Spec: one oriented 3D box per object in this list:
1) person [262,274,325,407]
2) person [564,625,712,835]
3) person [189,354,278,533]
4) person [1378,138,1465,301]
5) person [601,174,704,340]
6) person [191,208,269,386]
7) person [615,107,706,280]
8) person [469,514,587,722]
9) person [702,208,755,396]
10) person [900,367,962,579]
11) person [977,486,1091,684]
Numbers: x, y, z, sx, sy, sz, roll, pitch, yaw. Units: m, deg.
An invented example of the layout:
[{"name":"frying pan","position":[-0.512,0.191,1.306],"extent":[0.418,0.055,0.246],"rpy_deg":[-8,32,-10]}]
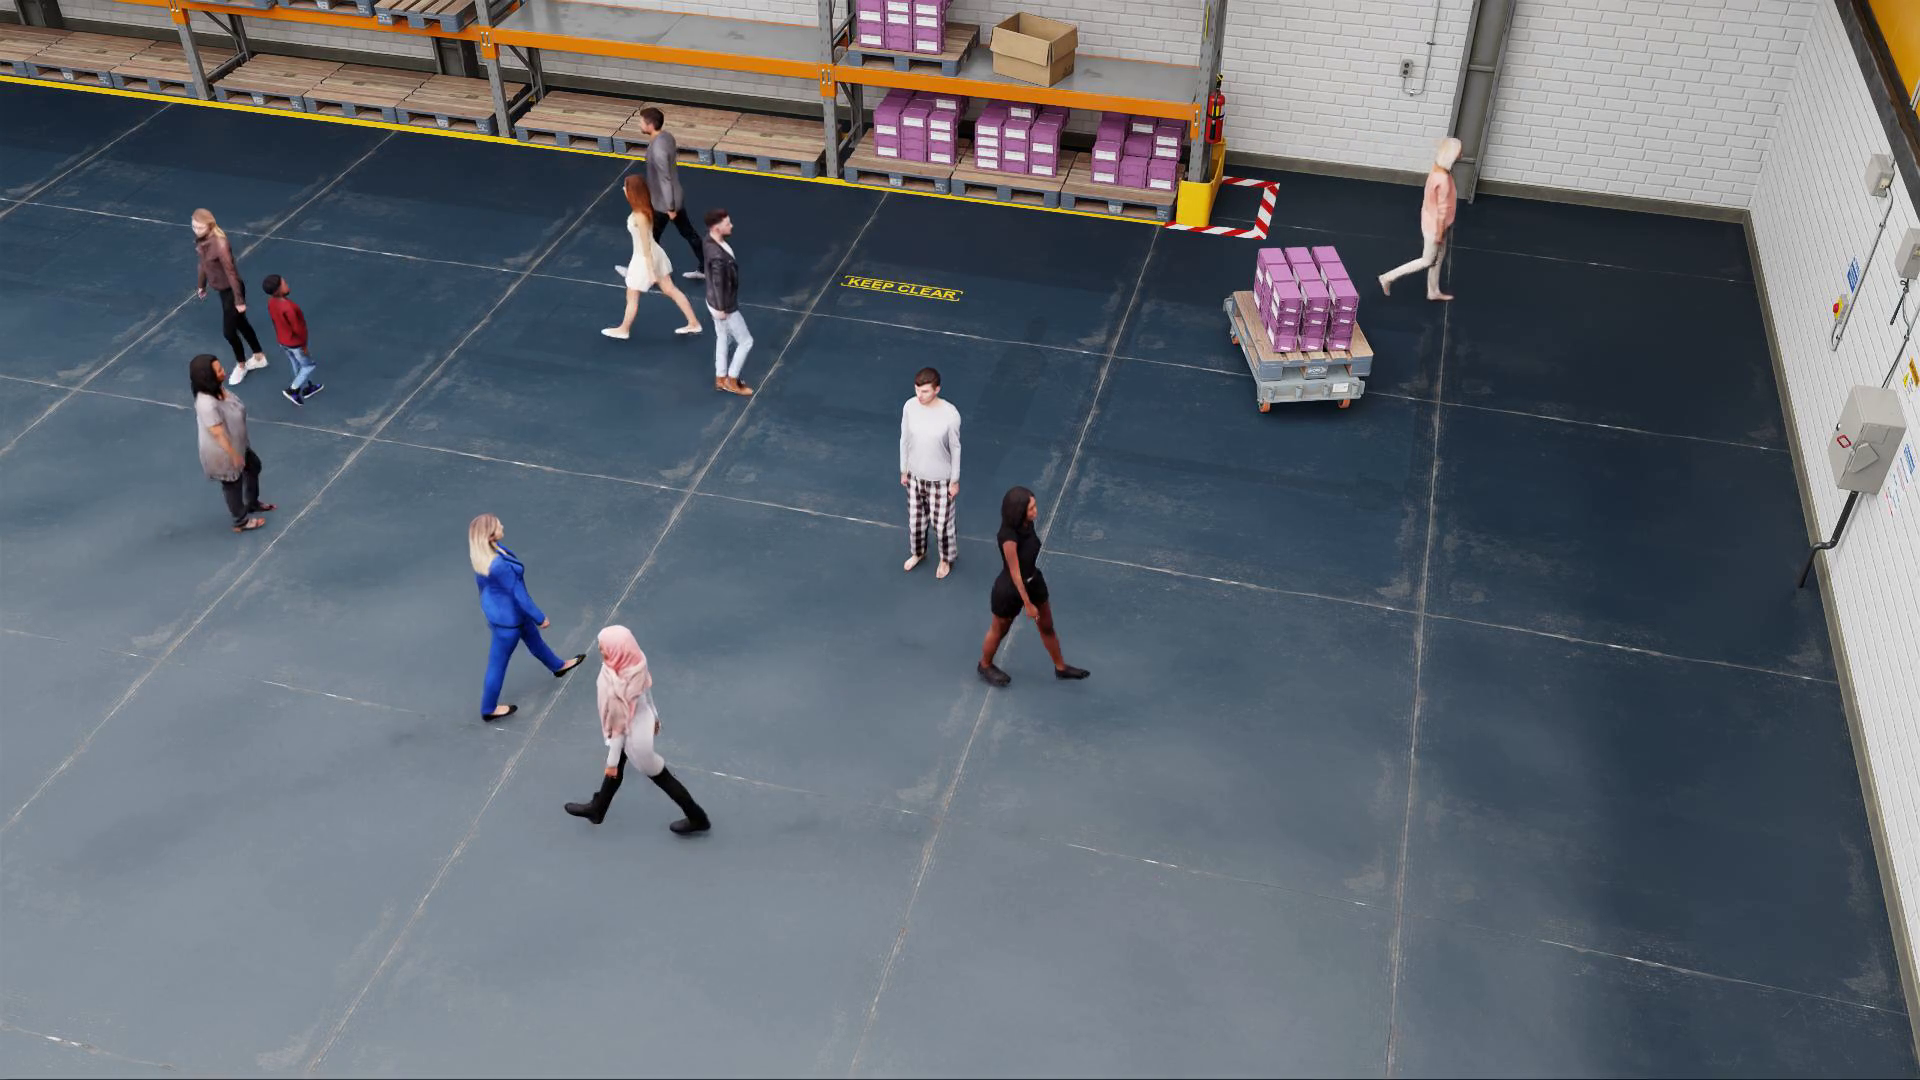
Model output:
[{"name":"person","position":[-5.912,-1.738,14.608],"extent":[0.667,1.246,0.696],"rpy_deg":[27,46,30]},{"name":"person","position":[-1.948,1.257,10.459],"extent":[1.261,1.744,0.859],"rpy_deg":[0,39,0]},{"name":"person","position":[-5.860,-0.741,13.078],"extent":[0.827,1.597,0.777],"rpy_deg":[-14,41,-17]},{"name":"person","position":[4.440,-3.021,15.850],"extent":[1.044,1.702,0.725],"rpy_deg":[2,39,3]},{"name":"person","position":[-2.774,-2.556,15.301],"extent":[1.224,1.660,0.803],"rpy_deg":[0,39,0]},{"name":"person","position":[-6.477,-2.235,14.877],"extent":[0.888,1.688,0.796],"rpy_deg":[-25,45,-28]},{"name":"person","position":[-2.748,-3.271,16.073],"extent":[1.241,1.814,0.866],"rpy_deg":[3,39,3]},{"name":"person","position":[-3.205,0.569,11.382],"extent":[1.127,1.667,1.097],"rpy_deg":[-21,43,-24]},{"name":"person","position":[-2.145,-2.060,14.547],"extent":[0.782,1.826,0.762],"rpy_deg":[-12,40,-15]},{"name":"person","position":[-0.219,-0.521,12.603],"extent":[0.517,1.847,0.716],"rpy_deg":[15,41,18]},{"name":"person","position":[0.324,0.360,11.615],"extent":[1.070,1.705,0.707],"rpy_deg":[15,41,18]}]
